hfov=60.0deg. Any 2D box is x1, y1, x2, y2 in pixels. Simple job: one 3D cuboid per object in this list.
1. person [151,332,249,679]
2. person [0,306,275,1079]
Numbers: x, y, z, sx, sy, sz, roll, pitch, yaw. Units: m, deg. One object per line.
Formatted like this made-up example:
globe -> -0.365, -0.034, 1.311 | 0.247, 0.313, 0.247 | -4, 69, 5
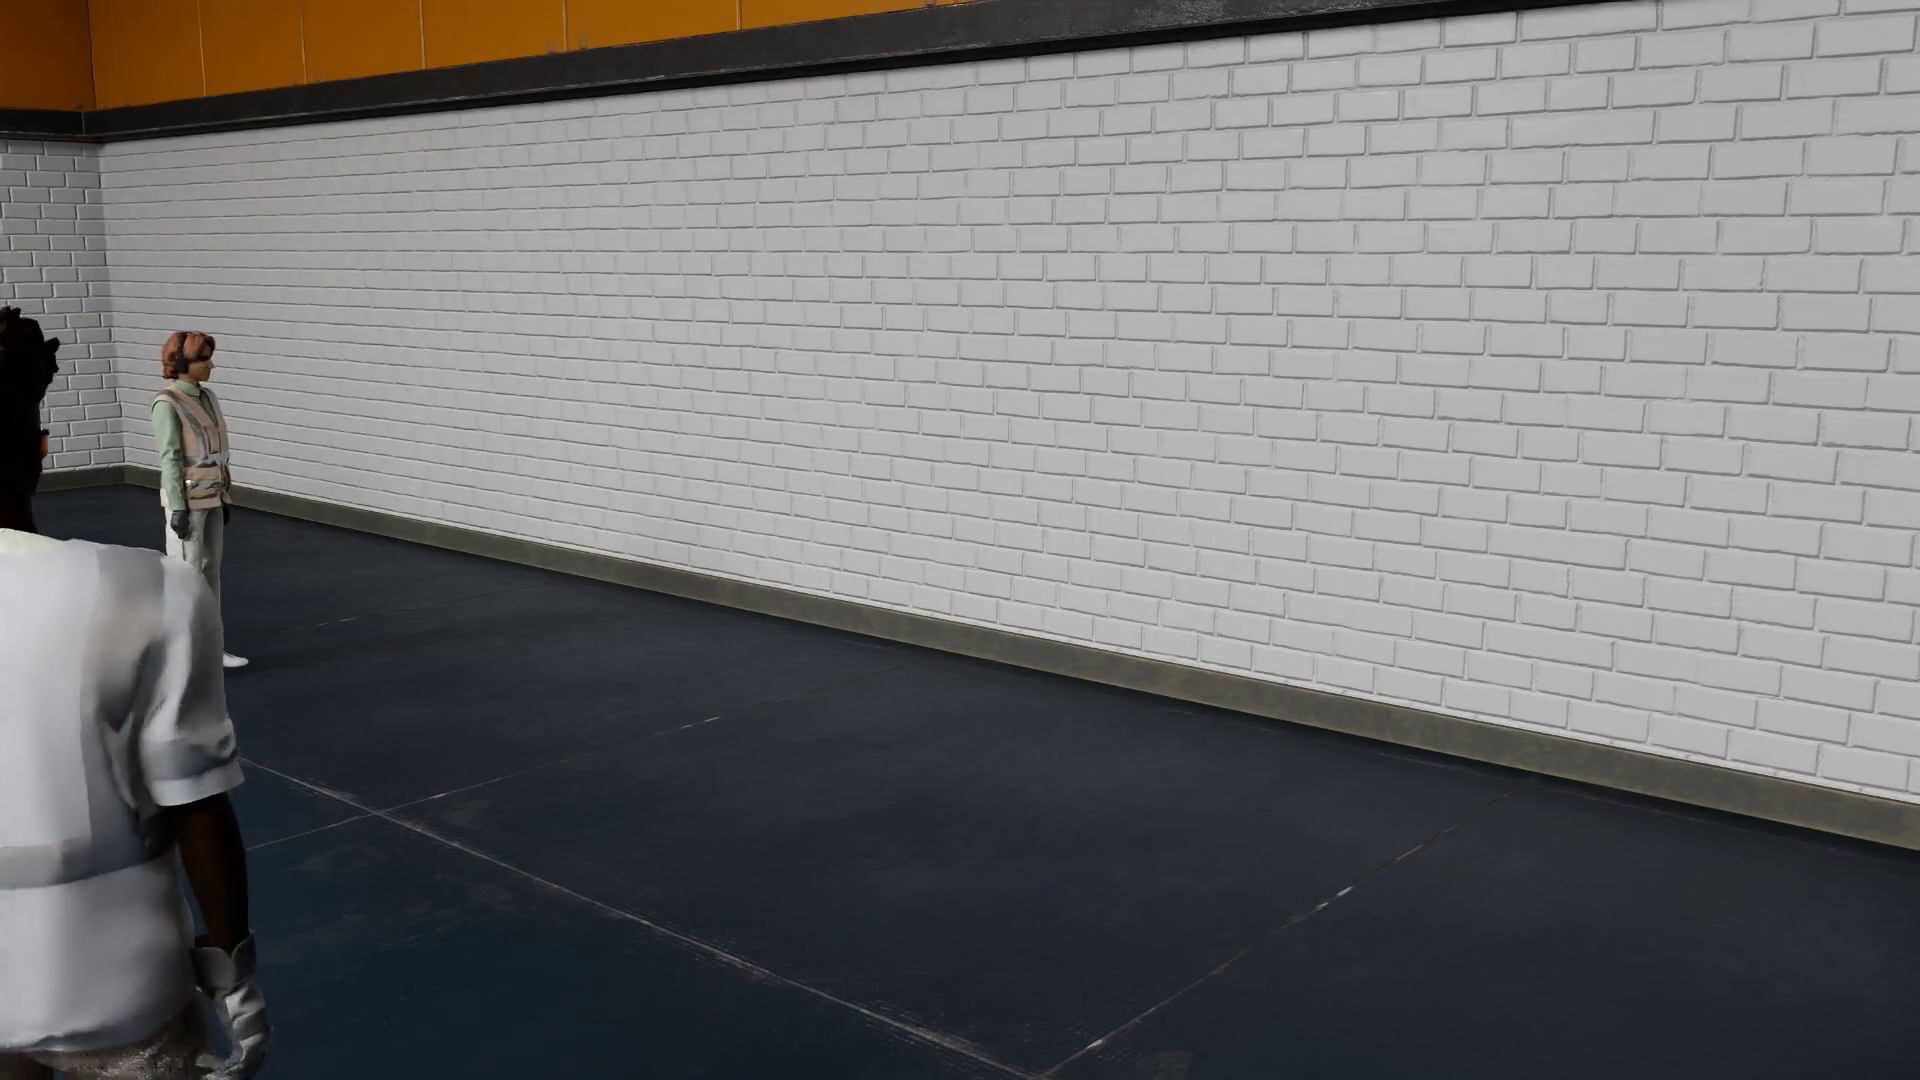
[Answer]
person -> -3.593, -0.158, 7.828 | 0.307, 1.636, 0.525 | 0, 10, -1
person -> -1.354, 0.629, 2.441 | 0.635, 1.949, 0.416 | -3, 10, -17
